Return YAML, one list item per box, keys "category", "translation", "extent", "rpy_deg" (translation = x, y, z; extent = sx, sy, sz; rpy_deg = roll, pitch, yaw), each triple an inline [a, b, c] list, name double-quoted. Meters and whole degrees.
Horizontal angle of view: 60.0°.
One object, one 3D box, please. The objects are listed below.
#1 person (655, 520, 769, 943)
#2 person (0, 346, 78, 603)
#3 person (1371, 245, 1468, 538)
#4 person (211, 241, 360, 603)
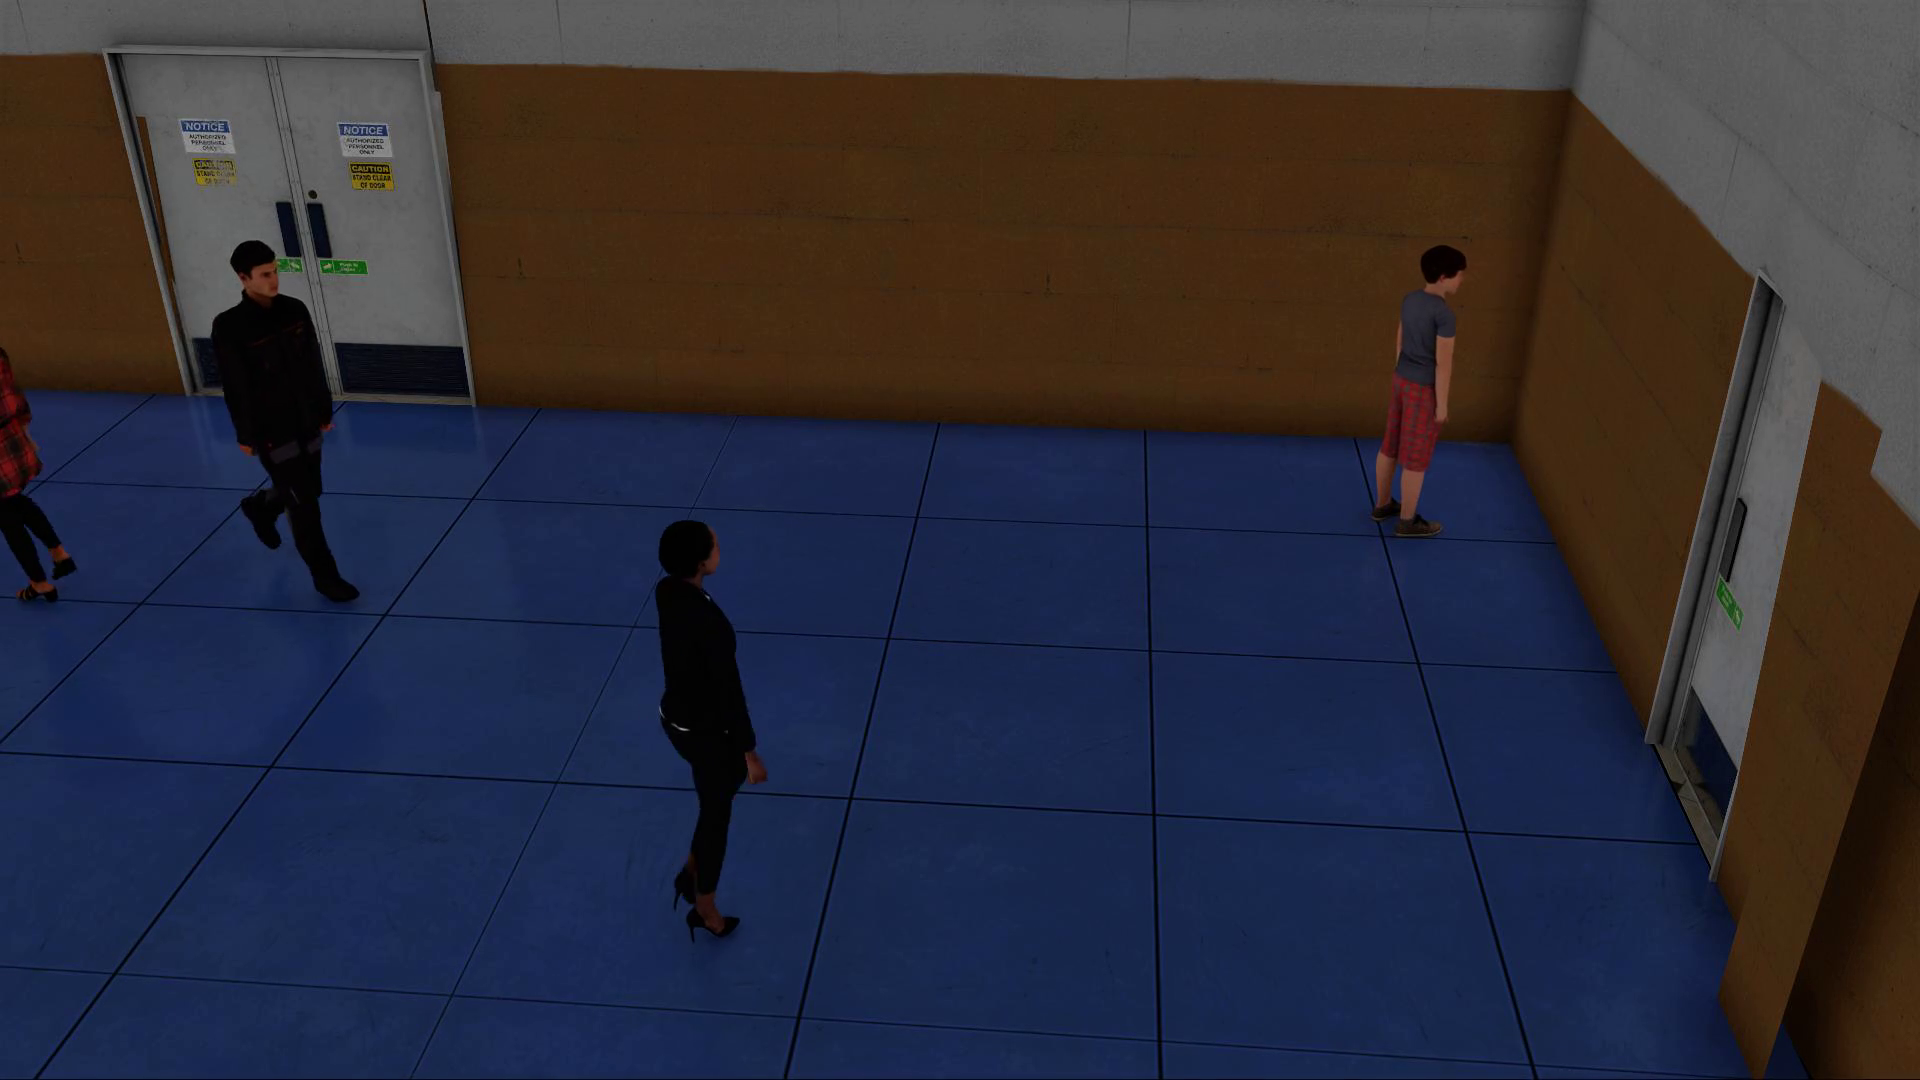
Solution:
- category: "person"
  translation: [-1.019, 0.772, 6.113]
  extent: [0.783, 1.825, 0.708]
  rpy_deg: [-16, 32, -27]
- category: "person"
  translation: [-4.830, -0.422, 8.438]
  extent: [0.709, 1.693, 0.608]
  rpy_deg: [6, 29, 12]
- category: "person"
  translation: [2.534, -0.825, 9.209]
  extent: [0.721, 1.649, 0.603]
  rpy_deg: [-11, 30, -19]
- category: "person"
  translation: [-3.560, -0.625, 8.581]
  extent: [1.067, 1.913, 1.202]
  rpy_deg: [14, 32, 24]
